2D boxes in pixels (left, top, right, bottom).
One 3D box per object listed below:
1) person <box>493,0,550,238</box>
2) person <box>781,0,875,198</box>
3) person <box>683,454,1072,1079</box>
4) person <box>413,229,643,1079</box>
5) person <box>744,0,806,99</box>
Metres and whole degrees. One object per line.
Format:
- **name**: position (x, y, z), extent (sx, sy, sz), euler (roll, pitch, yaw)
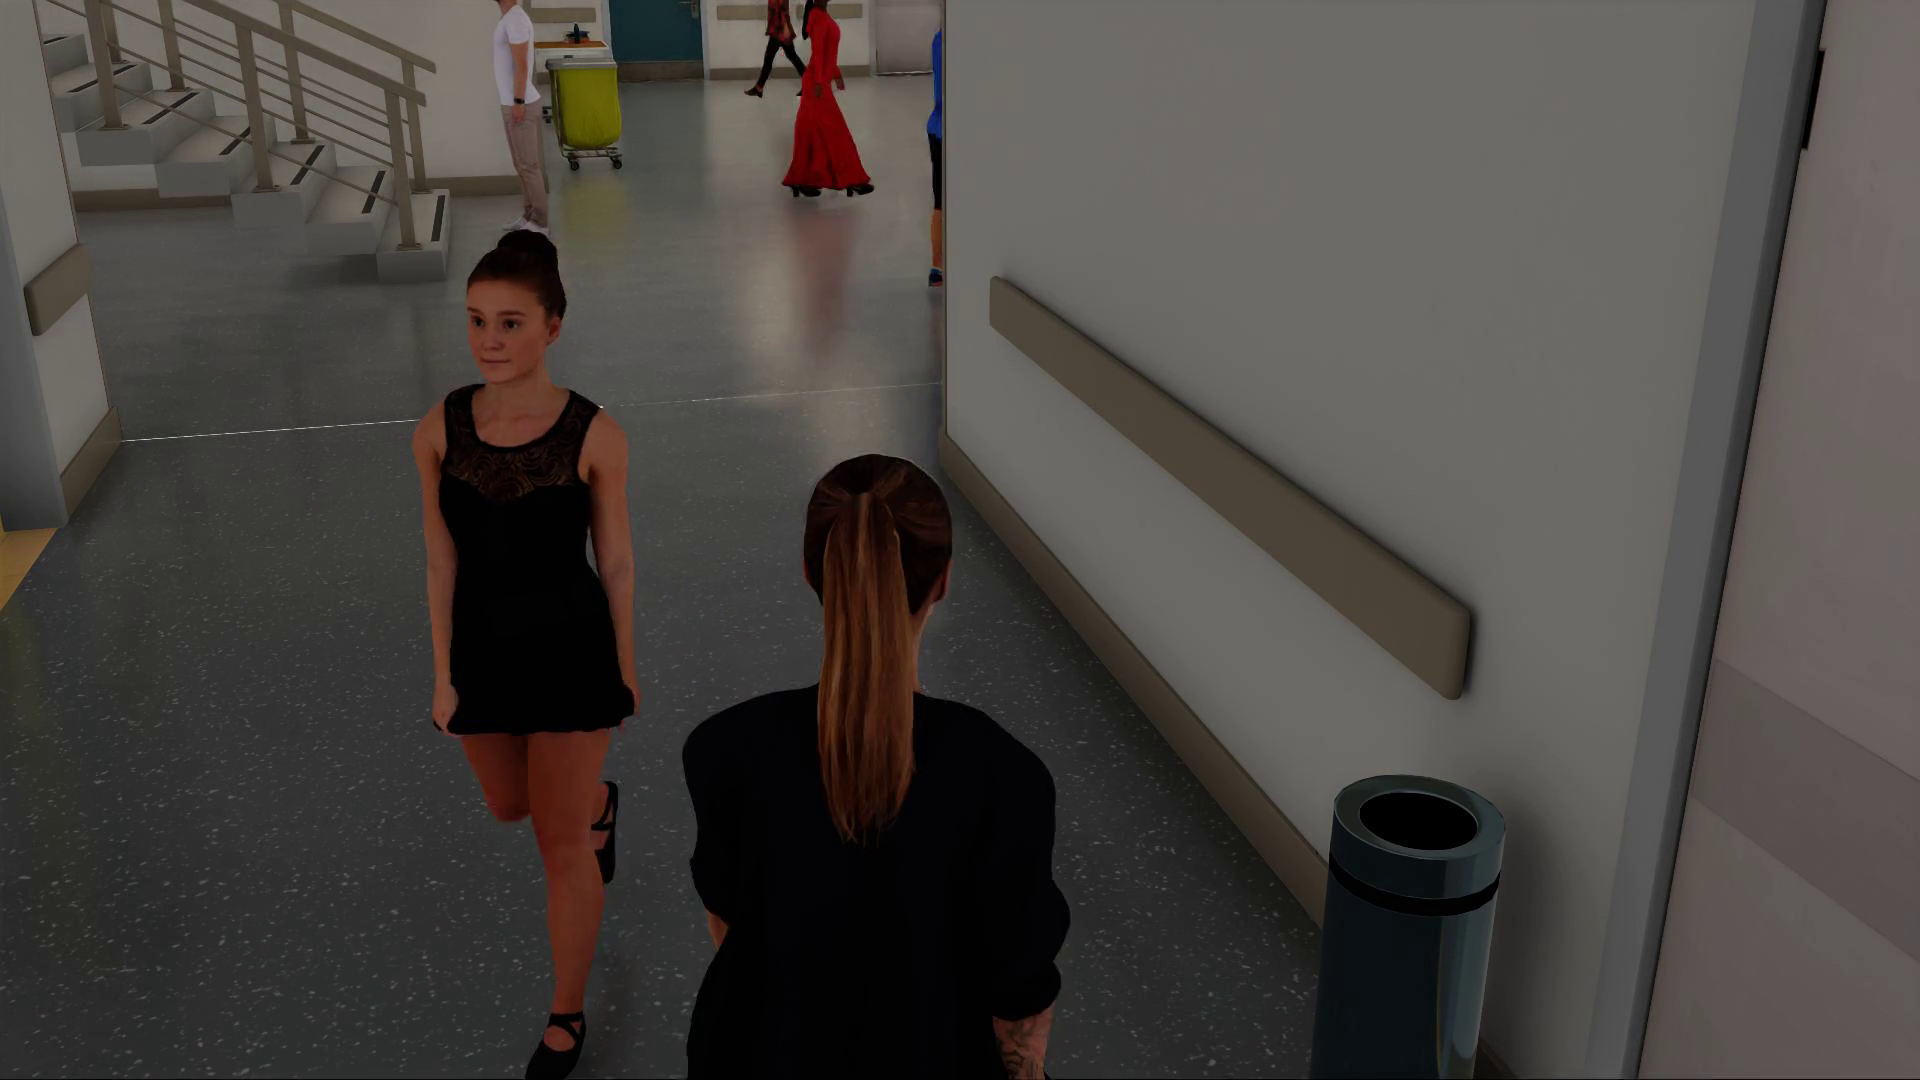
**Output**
- **person**: position (-3.142, -3.116, 11.853), extent (0.600, 1.886, 0.694), euler (-8, 22, -20)
- **person**: position (-1.216, -3.617, 13.360), extent (0.999, 1.754, 0.678), euler (-4, 21, -10)
- **person**: position (-0.130, 0.745, 1.965), extent (0.729, 1.668, 0.805), euler (2, 21, 4)
- **person**: position (-0.841, 0.213, 3.388), extent (1.012, 1.655, 0.894), euler (3, 21, 8)
- **person**: position (-2.128, -6.269, 20.504), extent (1.094, 1.654, 0.641), euler (-5, 21, -13)
